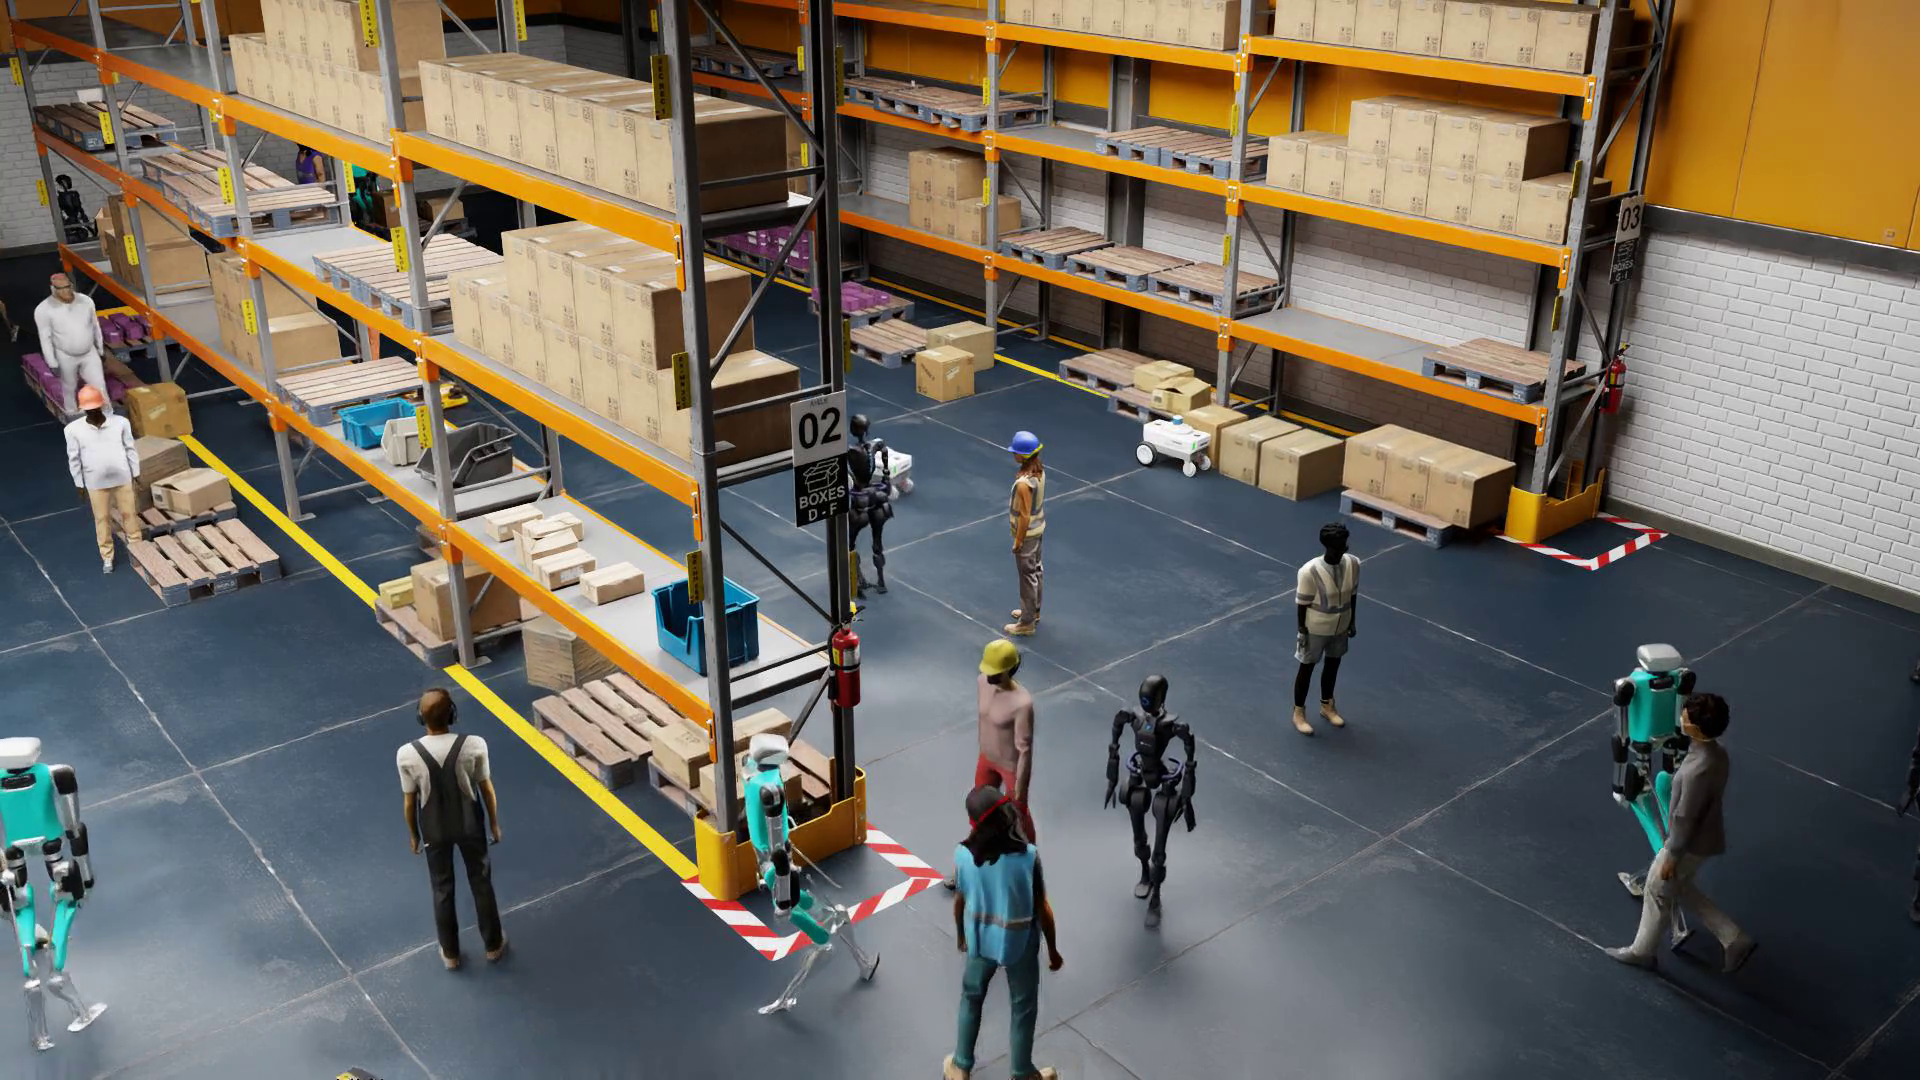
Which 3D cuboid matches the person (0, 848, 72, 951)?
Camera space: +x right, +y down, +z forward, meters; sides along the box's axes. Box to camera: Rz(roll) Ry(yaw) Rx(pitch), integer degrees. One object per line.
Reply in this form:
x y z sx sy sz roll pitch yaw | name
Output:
-5.724 1.829 9.676 0.668 1.630 0.453 -13 27 -27 | person

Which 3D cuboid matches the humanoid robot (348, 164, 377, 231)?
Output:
-9.598 -5.636 26.904 0.531 1.828 0.714 2 23 5 | humanoid robot

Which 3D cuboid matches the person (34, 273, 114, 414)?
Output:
-9.728 -2.023 18.332 0.664 1.853 0.993 -20 31 -39 | person

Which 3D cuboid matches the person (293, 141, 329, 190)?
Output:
-10.285 -5.571 26.458 0.533 1.924 0.419 15 27 30 | person

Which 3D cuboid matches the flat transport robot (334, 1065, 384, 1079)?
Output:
-2.892 3.128 8.401 1.431 0.231 0.659 13 26 27 | flat transport robot

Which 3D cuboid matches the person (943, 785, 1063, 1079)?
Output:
0.191 2.139 8.715 0.674 1.846 0.384 10 25 22 | person

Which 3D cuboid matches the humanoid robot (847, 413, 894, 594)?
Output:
-0.830 -0.304 14.573 0.593 1.644 0.357 -17 29 -34 | humanoid robot

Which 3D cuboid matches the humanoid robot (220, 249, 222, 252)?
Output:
-10.161 -4.020 23.146 0.662 1.837 0.536 2 23 5 | humanoid robot

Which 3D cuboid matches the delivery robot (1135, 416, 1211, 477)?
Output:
2.282 -1.029 17.661 0.774 0.592 0.499 21 31 39 | delivery robot

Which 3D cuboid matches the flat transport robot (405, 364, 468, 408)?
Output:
-6.523 -1.805 19.822 0.659 0.231 1.431 -21 31 -39 | flat transport robot

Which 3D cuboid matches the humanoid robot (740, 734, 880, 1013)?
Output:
-0.782 1.883 9.491 0.878 1.816 0.562 -9 25 -19 | humanoid robot

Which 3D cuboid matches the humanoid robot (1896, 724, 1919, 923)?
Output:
6.174 1.566 10.304 0.589 1.630 0.787 8 25 19 | humanoid robot

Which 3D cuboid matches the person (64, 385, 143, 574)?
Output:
-7.726 -0.565 15.077 0.571 1.750 0.329 -15 28 -31 | person

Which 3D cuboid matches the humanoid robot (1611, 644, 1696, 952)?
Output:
4.347 1.603 10.107 0.564 1.775 0.972 -5 24 -12 | humanoid robot

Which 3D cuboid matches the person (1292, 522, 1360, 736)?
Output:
2.714 0.642 12.363 0.533 1.691 0.319 -10 25 -22 | person

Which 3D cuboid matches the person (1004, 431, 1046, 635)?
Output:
0.545 -0.064 13.890 0.317 1.777 0.463 6 24 15 | person

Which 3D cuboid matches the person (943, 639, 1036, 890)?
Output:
0.240 1.415 10.512 0.667 1.740 0.539 -19 30 -37 | person

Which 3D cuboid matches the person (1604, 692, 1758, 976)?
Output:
4.273 1.743 9.599 0.708 1.876 0.532 16 28 33 | person

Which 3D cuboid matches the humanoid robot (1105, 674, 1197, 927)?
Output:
1.174 1.553 10.277 0.611 1.639 0.549 11 26 23 | humanoid robot

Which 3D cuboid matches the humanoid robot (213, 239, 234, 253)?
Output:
-9.778 -3.715 22.465 0.337 1.655 0.603 20 30 38 | humanoid robot

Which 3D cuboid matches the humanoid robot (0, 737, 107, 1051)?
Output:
-5.065 2.015 9.140 0.561 1.780 0.781 -8 25 -18 | humanoid robot

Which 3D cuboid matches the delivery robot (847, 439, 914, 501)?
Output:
-0.871 -0.735 17.005 0.805 0.612 0.499 14 27 30 | delivery robot

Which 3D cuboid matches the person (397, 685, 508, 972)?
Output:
-2.963 1.689 9.745 0.512 1.843 0.329 -7 24 -15 | person

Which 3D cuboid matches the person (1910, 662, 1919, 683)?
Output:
7.805 0.262 12.958 0.547 1.924 0.385 14 27 30 | person

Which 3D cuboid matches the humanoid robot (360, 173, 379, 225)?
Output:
-10.064 -6.161 28.095 0.530 1.799 0.796 -8 24 -17 | humanoid robot

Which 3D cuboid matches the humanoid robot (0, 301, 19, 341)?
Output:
-12.720 -3.333 21.540 0.543 1.771 0.958 10 25 22 | humanoid robot

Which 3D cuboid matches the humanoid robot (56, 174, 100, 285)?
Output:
-13.046 -4.551 24.426 0.581 1.644 0.599 3 23 6 | humanoid robot

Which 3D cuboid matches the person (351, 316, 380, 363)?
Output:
-7.180 -2.725 20.077 0.495 1.759 0.318 13 27 28 | person

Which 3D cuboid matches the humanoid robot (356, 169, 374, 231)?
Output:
-9.974 -6.009 27.810 0.600 1.620 0.733 21 31 39 | humanoid robot
